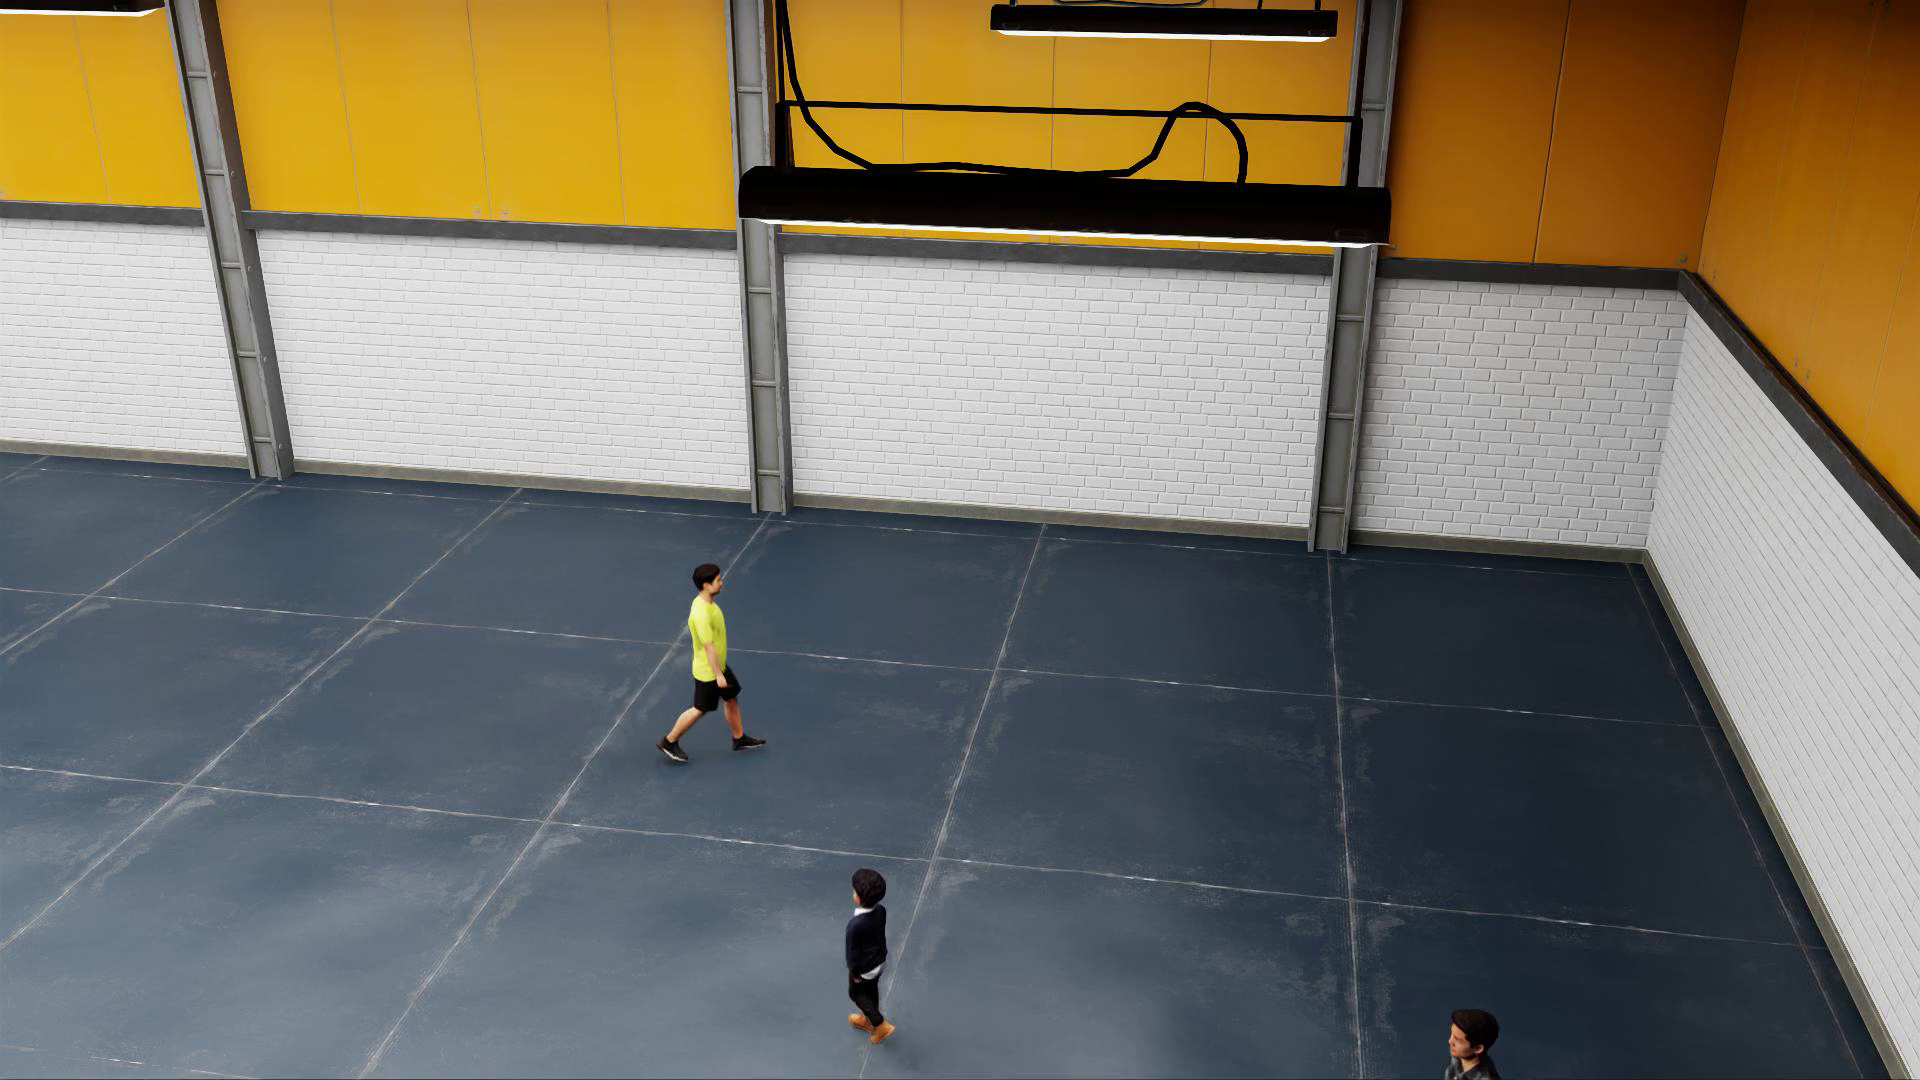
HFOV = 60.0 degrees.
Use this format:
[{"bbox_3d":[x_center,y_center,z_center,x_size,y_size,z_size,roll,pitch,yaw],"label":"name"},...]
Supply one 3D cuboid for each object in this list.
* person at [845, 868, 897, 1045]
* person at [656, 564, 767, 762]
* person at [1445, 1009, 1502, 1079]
[{"bbox_3d":[-0.532,2.562,10.186,0.744,1.217,0.655,18,29,35],"label":"person"},{"bbox_3d":[-2.063,1.009,13.166,1.145,1.675,0.786,-1,24,-2],"label":"person"},{"bbox_3d":[2.594,3.040,8.329,0.827,1.700,0.795,-3,24,-8],"label":"person"}]
